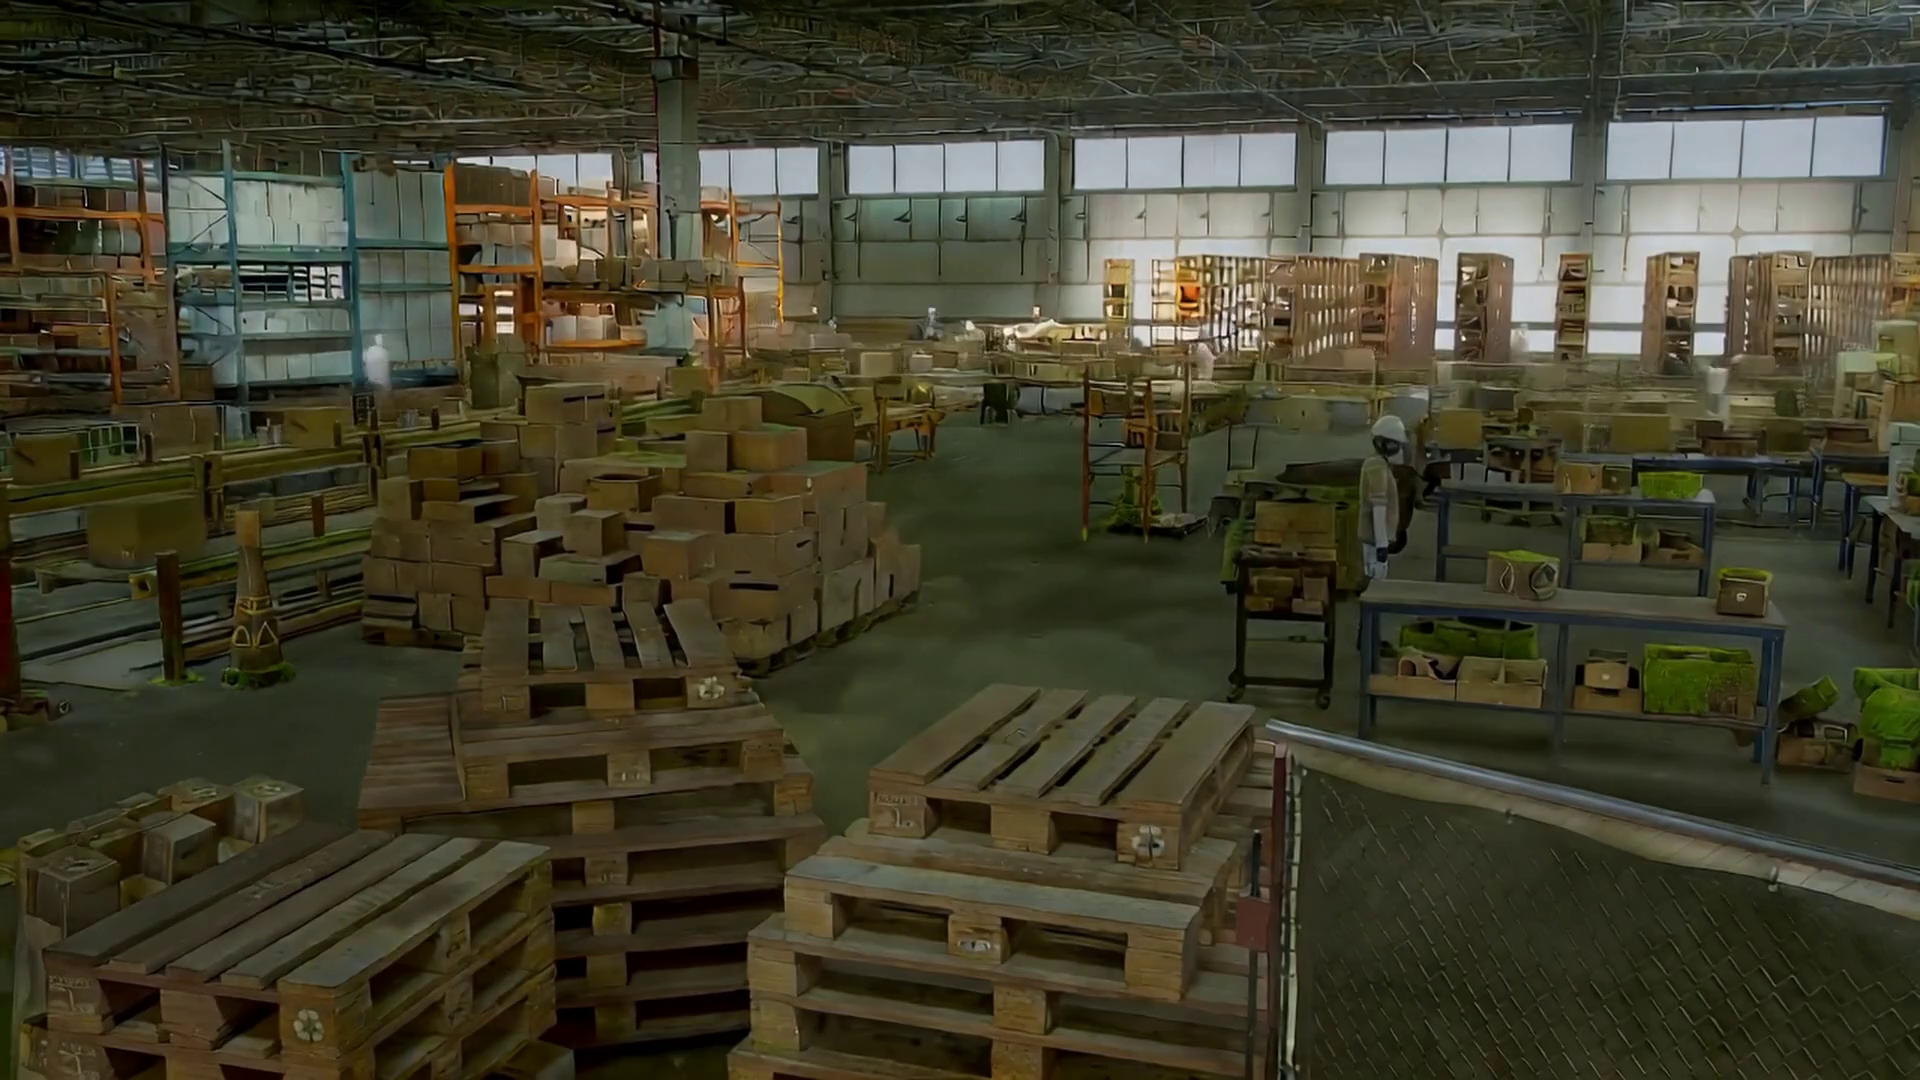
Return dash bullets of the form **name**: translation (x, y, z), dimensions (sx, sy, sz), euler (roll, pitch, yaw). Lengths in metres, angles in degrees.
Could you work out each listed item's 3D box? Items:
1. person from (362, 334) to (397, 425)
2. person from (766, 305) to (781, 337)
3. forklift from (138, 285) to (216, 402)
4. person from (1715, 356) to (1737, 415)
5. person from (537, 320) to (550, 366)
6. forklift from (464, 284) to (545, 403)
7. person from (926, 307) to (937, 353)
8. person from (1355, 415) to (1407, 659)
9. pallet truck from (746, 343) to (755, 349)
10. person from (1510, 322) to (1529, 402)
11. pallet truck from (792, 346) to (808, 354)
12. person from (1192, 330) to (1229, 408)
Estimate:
- **person**: translation (-11.767, -3.250, 33.727), dimensions (0.633, 1.853, 1.020), euler (4, 10, 24)
- **person**: translation (-6.998, -7.804, 62.101), dimensions (0.614, 1.919, 0.851), euler (3, 10, 18)
- **forklift**: translation (-17.480, -4.200, 36.461), dimensions (1.873, 2.768, 1.129), euler (3, 10, 19)
- **person**: translation (13.614, -2.470, 29.556), dimensions (0.443, 1.603, 0.551), euler (3, 10, 20)
- **person**: translation (-12.285, -5.645, 49.033), dimensions (0.322, 1.764, 0.533), euler (-5, 10, -27)
- **forklift**: translation (-10.832, -4.702, 39.610), dimensions (1.129, 2.768, 1.873), euler (3, 10, 20)
- **person**: translation (-0.835, -6.627, 54.463), dimensions (1.017, 2.007, 0.620), euler (1, 9, 5)
- **person**: translation (3.350, -0.032, 13.255), dimensions (0.362, 1.934, 0.543), euler (1, 9, 7)
- **pallet truck**: translation (-6.183, -4.618, 44.264), dimensions (1.601, 1.201, 0.680), euler (-9, 12, -43)
- **person**: translation (13.375, -4.235, 39.718), dimensions (0.408, 1.913, 0.642), euler (0, 9, -1)
- **pallet truck**: translation (-3.705, -4.298, 42.022), dimensions (0.653, 1.274, 1.630), euler (3, 10, 20)
- **person**: translation (5.694, -3.885, 37.891), dimensions (0.925, 1.781, 0.597), euler (0, 9, 3)
